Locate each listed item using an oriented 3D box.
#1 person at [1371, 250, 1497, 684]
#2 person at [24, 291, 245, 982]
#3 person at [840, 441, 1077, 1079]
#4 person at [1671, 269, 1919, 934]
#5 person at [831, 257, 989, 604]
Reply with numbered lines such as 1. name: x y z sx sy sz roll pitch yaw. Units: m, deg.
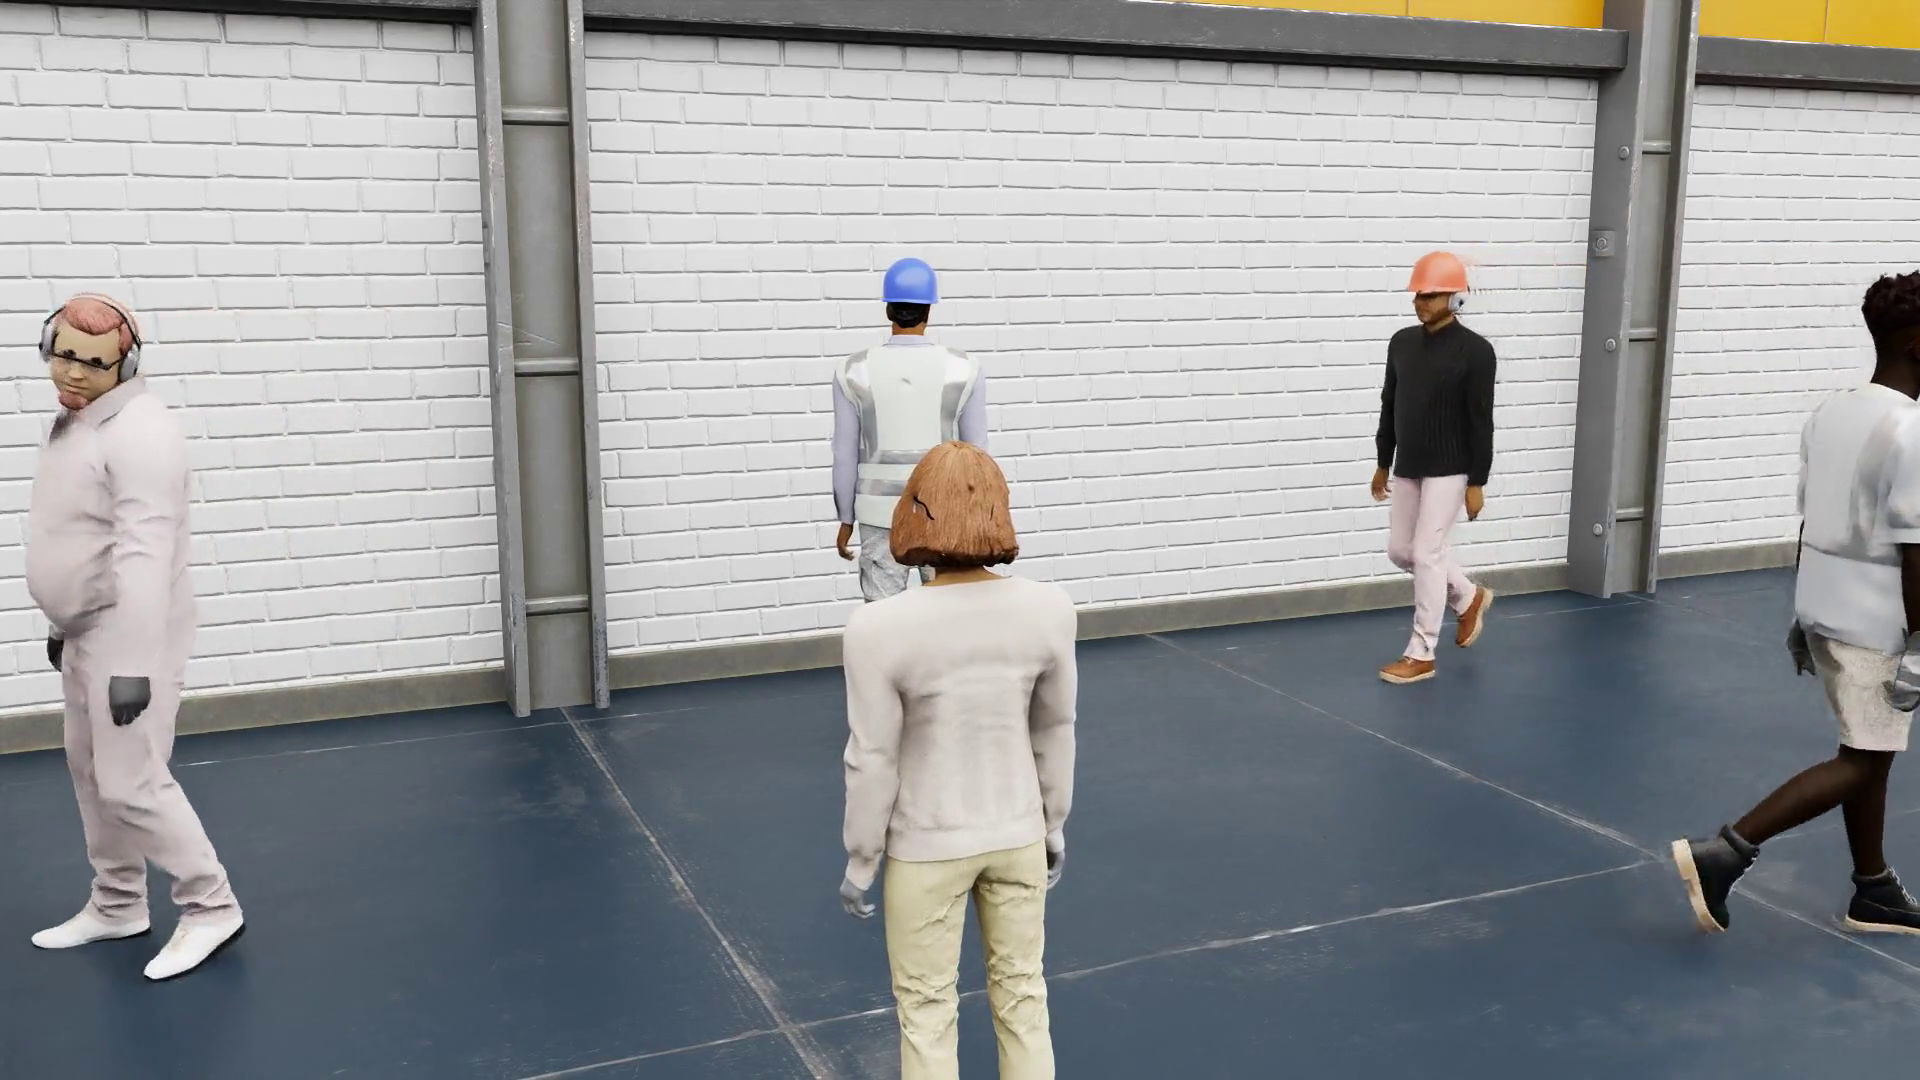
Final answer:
1. person: 2.244 -0.343 7.685 0.716 1.970 0.629 -5 12 -28
2. person: -2.328 0.265 4.571 0.412 1.887 0.761 -9 13 -40
3. person: -0.001 0.618 3.317 0.497 1.633 0.283 -5 11 -25
4. person: 2.478 0.213 4.701 0.820 1.947 0.610 0 10 2
5. person: -0.189 -0.104 6.428 0.605 1.949 0.400 0 10 1
